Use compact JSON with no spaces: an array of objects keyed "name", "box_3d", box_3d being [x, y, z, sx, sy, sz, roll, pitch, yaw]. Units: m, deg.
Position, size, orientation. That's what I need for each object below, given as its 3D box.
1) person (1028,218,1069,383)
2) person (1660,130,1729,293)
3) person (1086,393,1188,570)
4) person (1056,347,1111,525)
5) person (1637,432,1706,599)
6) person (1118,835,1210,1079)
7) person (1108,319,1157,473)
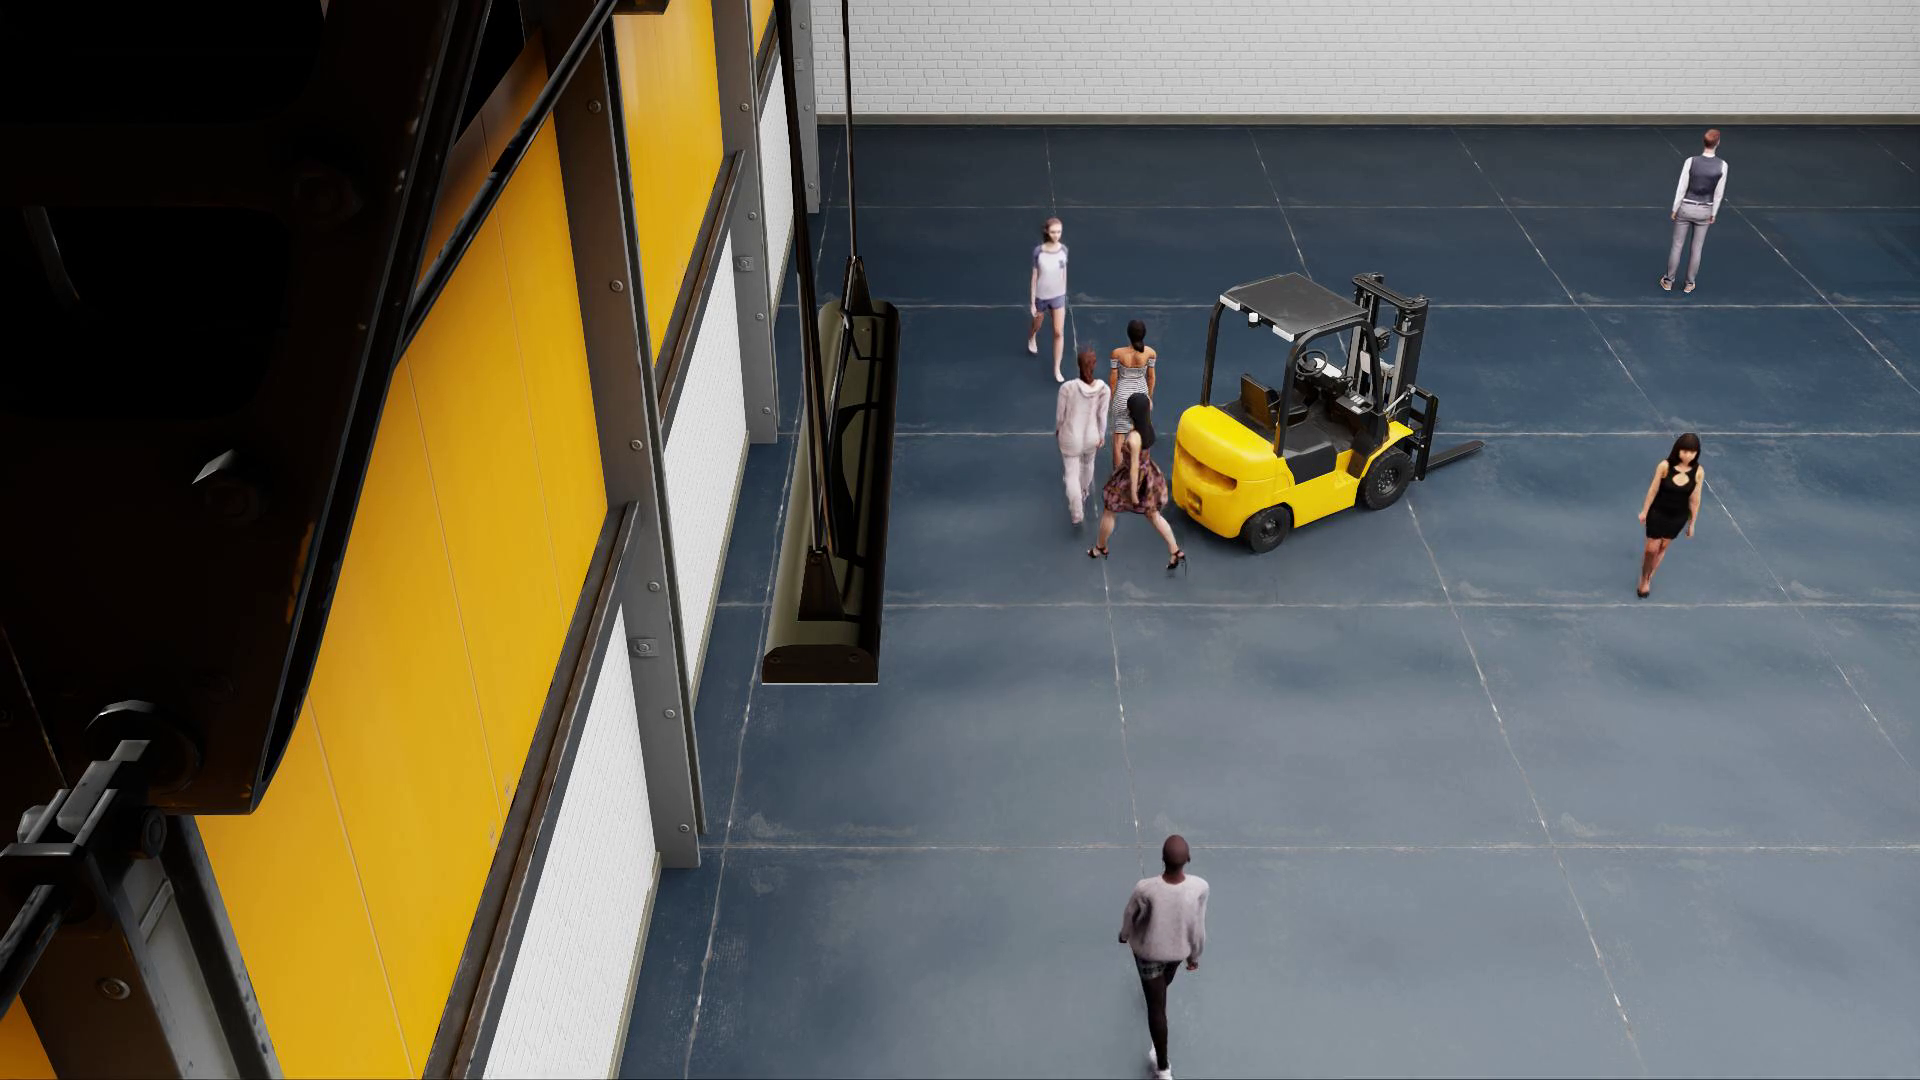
[{"name":"person","box_3d":[0.921,-2.620,17.774,0.668,1.733,1.119,-4,34,-6]},{"name":"person","box_3d":[8.587,-3.846,19.427,0.733,1.943,0.704,13,36,18]},{"name":"person","box_3d":[1.635,-0.455,14.520,1.063,1.729,1.180,16,37,23]},{"name":"person","box_3d":[1.116,-0.924,15.287,0.707,1.660,1.089,-4,34,-6]},{"name":"person","box_3d":[6.065,-0.242,14.281,0.643,1.638,0.637,7,34,11]},{"name":"person","box_3d":[1.238,2.543,10.007,0.717,1.731,1.155,-4,34,-6]},{"name":"person","box_3d":[1.606,-1.255,15.641,0.596,1.821,0.525,-2,34,-3]}]
